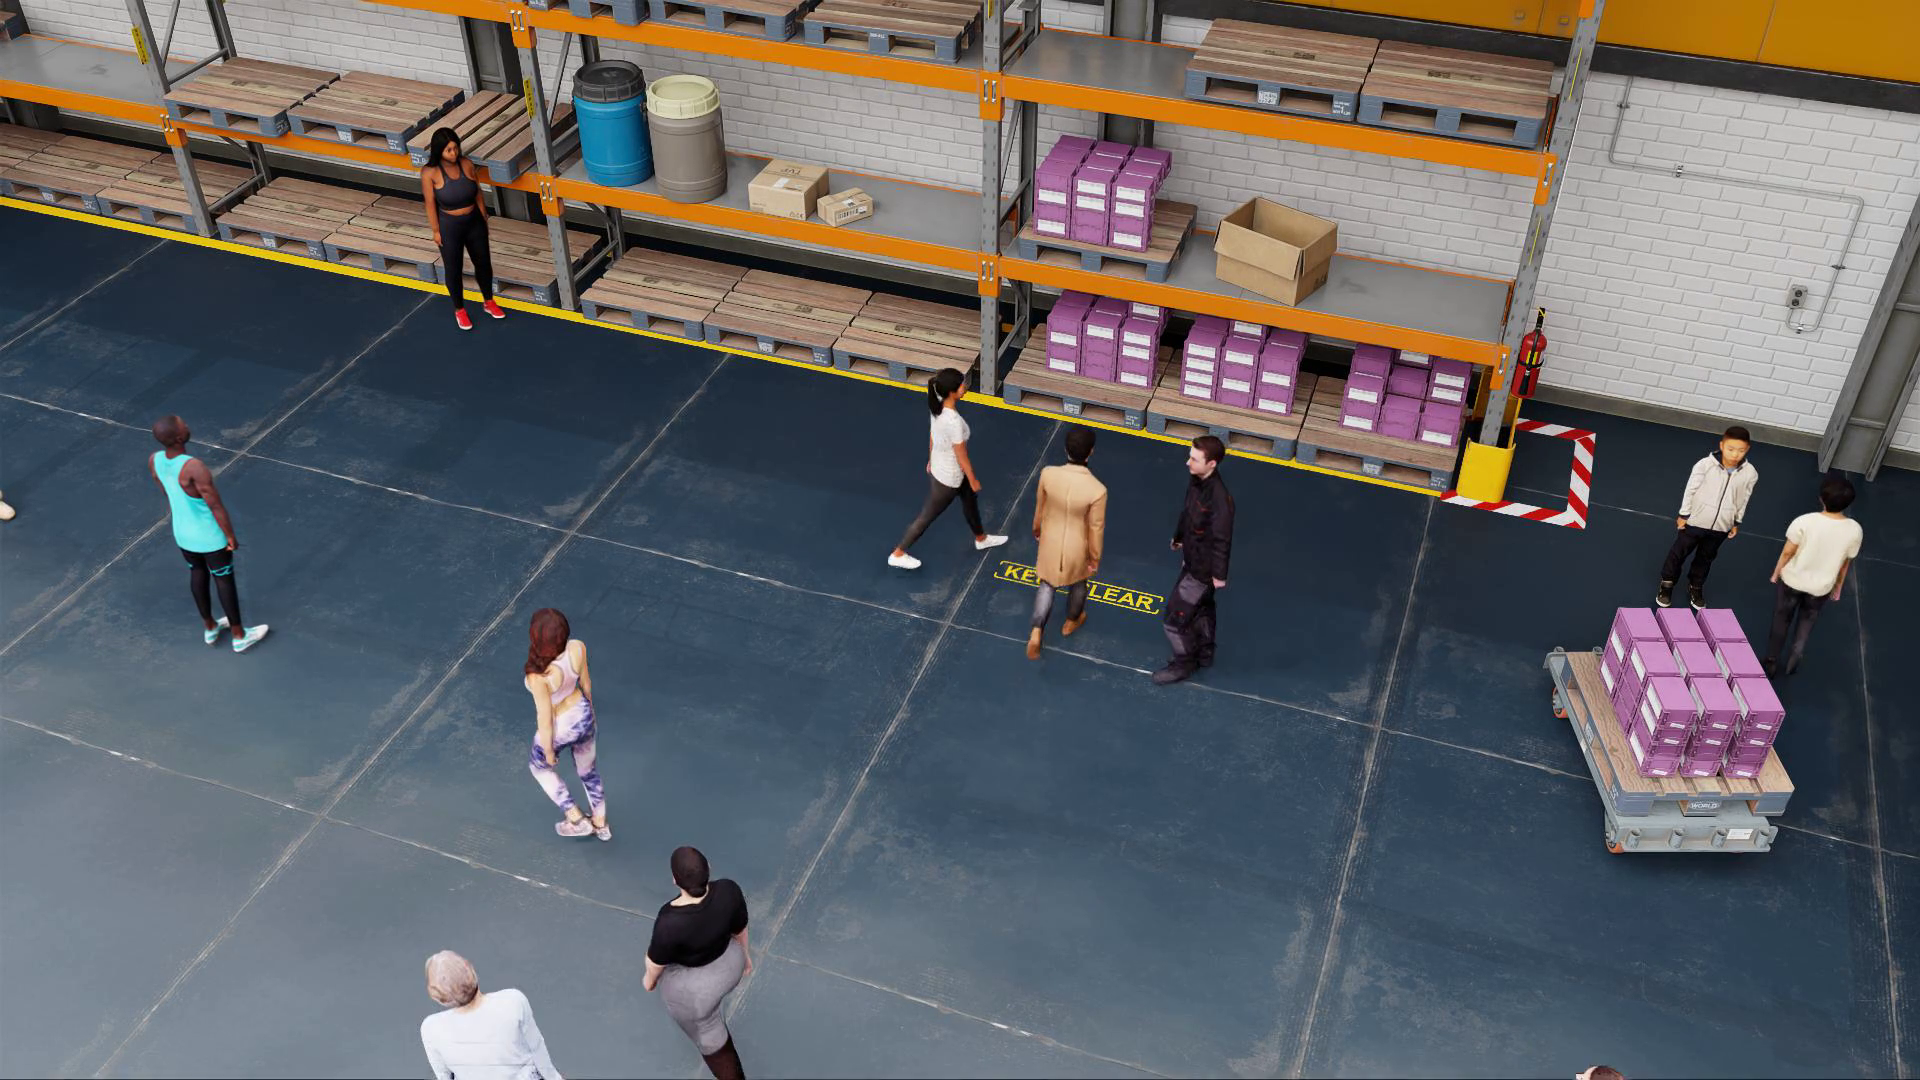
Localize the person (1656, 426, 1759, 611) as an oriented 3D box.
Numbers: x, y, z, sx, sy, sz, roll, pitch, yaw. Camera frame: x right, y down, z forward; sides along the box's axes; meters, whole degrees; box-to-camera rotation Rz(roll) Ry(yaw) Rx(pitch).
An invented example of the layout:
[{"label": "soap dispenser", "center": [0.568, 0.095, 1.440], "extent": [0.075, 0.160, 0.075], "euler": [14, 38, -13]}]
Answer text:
[{"label": "person", "center": [5.143, -0.166, 11.425], "extent": [0.524, 1.455, 0.678], "euler": [5, 39, 6]}]

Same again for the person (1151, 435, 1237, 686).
[{"label": "person", "center": [1.626, 0.126, 10.708], "extent": [0.873, 1.892, 0.835], "euler": [-5, 39, -6]}]

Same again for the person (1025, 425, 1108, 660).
[{"label": "person", "center": [0.670, 0.049, 10.950], "extent": [0.899, 1.711, 0.722], "euler": [11, 40, 14]}]

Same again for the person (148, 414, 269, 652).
[{"label": "person", "center": [-5.030, -0.042, 10.988], "extent": [0.465, 1.805, 0.659], "euler": [14, 41, 16]}]

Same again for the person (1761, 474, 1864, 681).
[{"label": "person", "center": [5.477, 0.308, 10.735], "extent": [0.539, 1.574, 0.674], "euler": [10, 40, 12]}]

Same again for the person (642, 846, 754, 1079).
[{"label": "person", "center": [-1.201, 2.233, 8.211], "extent": [1.186, 1.716, 0.943], "euler": [31, 48, 33]}]

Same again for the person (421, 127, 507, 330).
[{"label": "person", "center": [-4.305, -2.710, 14.320], "extent": [0.771, 1.815, 0.800], "euler": [-24, 45, -27]}]

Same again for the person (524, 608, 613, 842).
[{"label": "person", "center": [-2.202, 1.123, 9.570], "extent": [0.701, 1.755, 0.675], "euler": [23, 44, 26]}]

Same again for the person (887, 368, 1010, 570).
[{"label": "person", "center": [-0.166, -0.444, 11.656], "extent": [1.203, 1.600, 0.983], "euler": [-9, 39, -11]}]

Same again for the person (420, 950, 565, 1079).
[{"label": "person", "center": [-2.078, 2.604, 7.624], "extent": [0.815, 1.868, 0.893], "euler": [-10, 40, -13]}]
